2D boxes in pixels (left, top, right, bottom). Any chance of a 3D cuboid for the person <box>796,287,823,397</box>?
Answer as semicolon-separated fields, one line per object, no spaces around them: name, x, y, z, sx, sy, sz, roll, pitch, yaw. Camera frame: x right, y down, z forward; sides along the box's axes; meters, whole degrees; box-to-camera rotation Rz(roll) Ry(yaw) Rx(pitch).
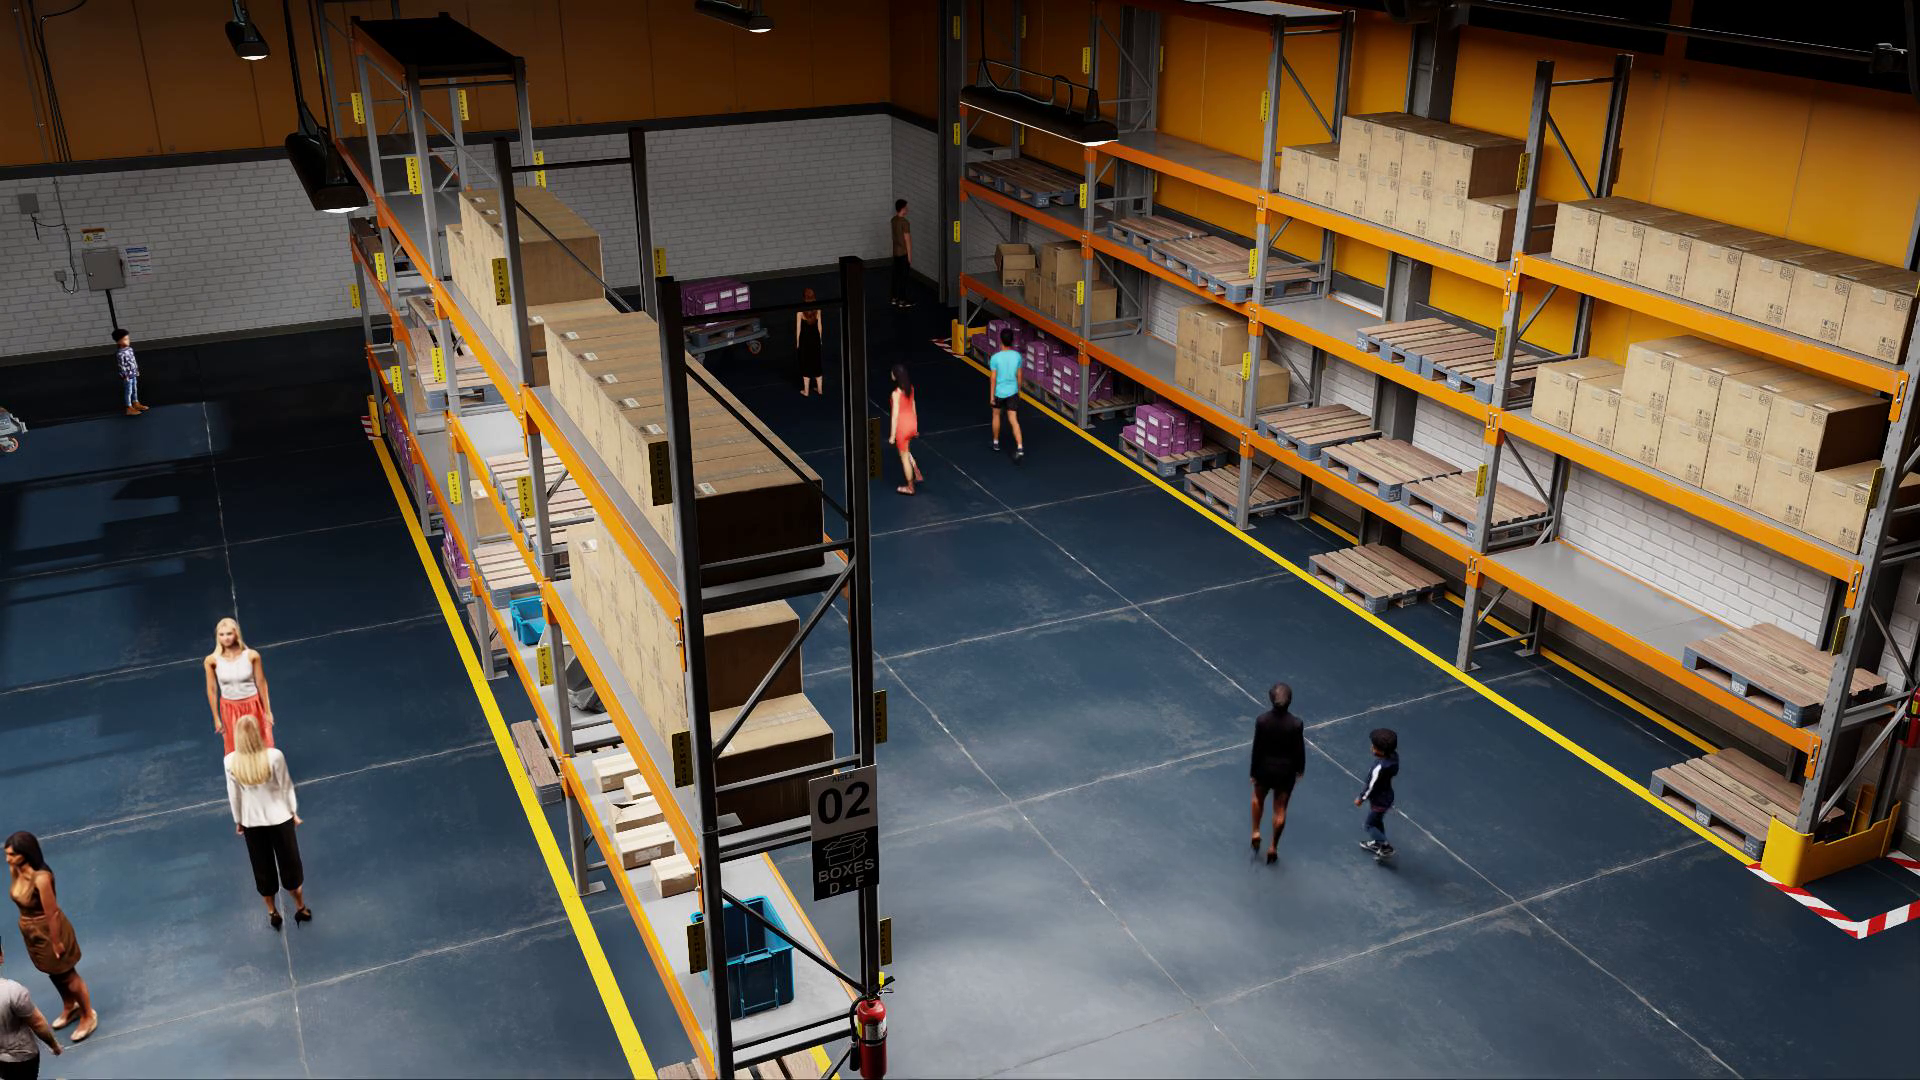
person;-2.222;-2.934;24.587;0.571;1.623;0.577;-13;27;-27

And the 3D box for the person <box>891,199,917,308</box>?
person;-1.032;-5.031;29.101;0.755;1.850;0.547;-15;28;-31

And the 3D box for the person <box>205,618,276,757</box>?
person;-6.146;1.480;14.265;0.645;1.802;0.613;-8;25;-18

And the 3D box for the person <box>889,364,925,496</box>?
person;-0.621;-1.363;20.891;0.785;1.705;0.730;11;26;24

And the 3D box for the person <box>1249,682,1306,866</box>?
person;2.558;1.929;13.453;0.743;1.630;0.803;7;24;15

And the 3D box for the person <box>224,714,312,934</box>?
person;-5.264;2.156;12.651;0.662;1.858;0.599;-5;24;-11

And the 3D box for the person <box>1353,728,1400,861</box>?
person;3.459;2.097;13.591;0.714;1.212;0.657;17;29;34

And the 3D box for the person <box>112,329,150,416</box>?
person;-11.955;-2.425;23.890;0.622;1.248;0.534;3;24;6

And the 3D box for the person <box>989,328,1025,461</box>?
person;0.654;-1.888;22.052;0.719;1.737;1.179;-7;25;-16

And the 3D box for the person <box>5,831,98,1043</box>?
person;-6.335;2.737;11.538;0.608;1.683;0.700;14;27;29

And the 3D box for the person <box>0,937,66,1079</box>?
person;-5.967;3.262;10.344;0.961;1.677;1.162;2;24;4
